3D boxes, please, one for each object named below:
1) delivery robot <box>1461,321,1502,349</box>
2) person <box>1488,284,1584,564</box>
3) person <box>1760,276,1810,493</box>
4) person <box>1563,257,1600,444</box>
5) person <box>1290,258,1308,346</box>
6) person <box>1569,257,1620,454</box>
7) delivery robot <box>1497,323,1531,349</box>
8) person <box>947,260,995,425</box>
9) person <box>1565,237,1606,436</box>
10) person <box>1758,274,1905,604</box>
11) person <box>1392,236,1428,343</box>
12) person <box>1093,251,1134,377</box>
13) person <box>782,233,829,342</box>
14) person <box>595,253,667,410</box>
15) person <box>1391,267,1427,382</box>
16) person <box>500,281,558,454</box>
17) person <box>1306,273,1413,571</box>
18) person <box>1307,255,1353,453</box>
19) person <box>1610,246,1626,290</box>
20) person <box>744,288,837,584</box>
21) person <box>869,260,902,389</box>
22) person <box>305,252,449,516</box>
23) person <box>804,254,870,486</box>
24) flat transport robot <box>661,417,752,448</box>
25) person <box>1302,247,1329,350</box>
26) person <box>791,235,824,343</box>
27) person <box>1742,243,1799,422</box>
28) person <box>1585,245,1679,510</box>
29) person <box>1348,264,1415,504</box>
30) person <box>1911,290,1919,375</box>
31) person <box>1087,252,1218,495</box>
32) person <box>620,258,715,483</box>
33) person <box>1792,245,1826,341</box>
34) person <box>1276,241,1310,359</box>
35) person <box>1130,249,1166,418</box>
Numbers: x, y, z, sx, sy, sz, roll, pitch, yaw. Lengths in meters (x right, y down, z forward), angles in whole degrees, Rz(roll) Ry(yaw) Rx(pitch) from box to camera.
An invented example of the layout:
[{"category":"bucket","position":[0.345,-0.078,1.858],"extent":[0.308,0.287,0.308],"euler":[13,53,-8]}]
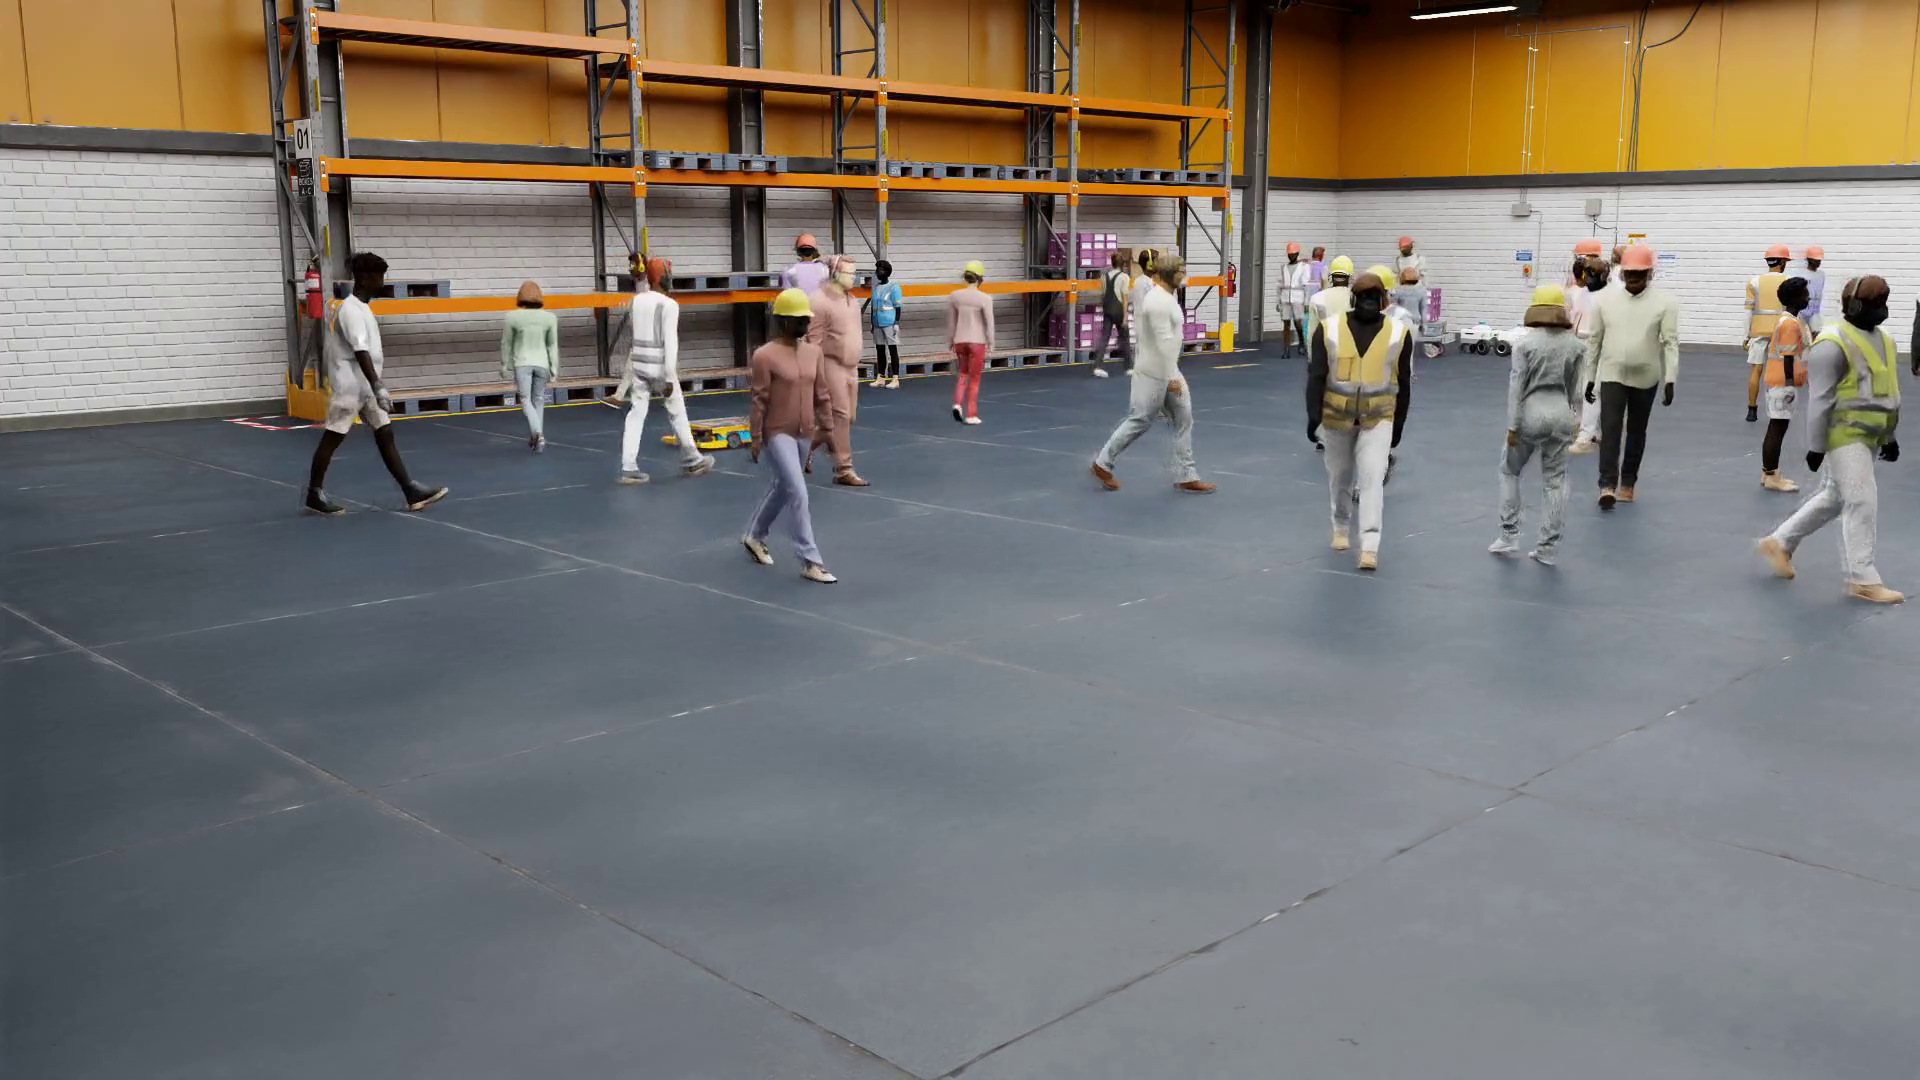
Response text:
[{"category":"delivery robot","position":[8.895,-3.487,28.360],"extent":[0.477,0.478,0.707],"euler":[-6,12,-30]},{"category":"person","position":[3.601,-0.729,10.384],"extent":[0.488,1.718,0.599],"euler":[-1,10,-7]},{"category":"person","position":[6.559,-1.234,13.205],"extent":[0.318,1.700,0.535],"euler":[4,11,21]},{"category":"person","position":[5.874,-1.815,16.057],"extent":[0.923,1.824,0.525],"euler":[1,10,7]},{"category":"person","position":[6.235,-4.281,30.060],"extent":[0.506,1.602,0.531],"euler":[-6,12,-29]},{"category":"person","position":[5.953,-1.721,15.531],"extent":[0.648,1.821,0.633],"euler":[-5,11,-24]},{"category":"delivery robot","position":[9.361,-3.383,27.790],"extent":[0.707,0.478,0.477],"euler":[6,12,30]},{"category":"person","position":[0.133,-2.107,17.801],"extent":[0.558,1.751,0.360],"euler":[6,12,30]},{"category":"person","position":[6.299,-2.056,16.876],"extent":[0.376,1.996,0.612],"euler":[7,12,32]},{"category":"person","position":[4.984,-0.595,9.426],"extent":[0.619,1.818,0.875],"euler":[-8,13,-36]},{"category":"person","position":[8.379,-4.654,31.020],"extent":[0.674,2.016,0.606],"euler":[7,12,32]},{"category":"person","position":[2.226,-3.229,23.833],"extent":[0.524,1.799,0.951],"euler":[9,14,42]},{"category":"person","position":[-1.837,-2.661,20.063],"extent":[0.611,2.042,0.400],"euler":[-2,11,-11]},{"category":"person","position":[-3.703,-2.384,19.186],"extent":[1.004,1.812,0.505],"euler":[-5,12,-26]},{"category":"person","position":[6.221,-2.985,23.051],"extent":[0.505,1.595,0.820],"euler":[-1,10,-5]},{"category":"person","position":[-4.007,-1.620,15.578],"extent":[0.509,1.604,0.770],"euler":[-6,12,-30]},{"category":"person","position":[2.483,-0.761,10.391],"extent":[0.626,1.799,0.970],"euler":[3,11,15]},{"category":"person","position":[3.521,-1.715,15.460],"extent":[0.587,1.835,0.404],"euler":[2,11,13]},{"category":"person","position":[10.310,-3.656,25.999],"extent":[0.533,1.857,0.618],"euler":[9,14,41]},{"category":"person","position":[-1.046,-0.645,9.945],"extent":[0.920,1.722,0.534],"euler":[9,14,41]},{"category":"person","position":[-0.990,-2.850,22.022],"extent":[0.538,1.695,0.319],"euler":[10,14,43]},{"category":"person","position":[-4.301,-1.111,11.997],"extent":[1.034,1.900,0.633],"euler":[-1,10,-6]},{"category":"person","position":[-1.060,-1.386,13.560],"extent":[0.748,1.879,0.645],"euler":[5,12,27]},{"category":"flat transport robot","position":[-2.129,-1.068,16.196],"extent":[1.431,0.197,0.652],"euler":[-10,14,-43]},{"category":"person","position":[6.363,-4.295,29.584],"extent":[0.889,1.802,0.592],"euler":[-10,14,-43]},{"category":"person","position":[-1.984,-2.938,21.564],"extent":[0.535,2.000,0.687],"euler":[-6,12,-28]},{"category":"person","position":[8.790,-2.237,18.042],"extent":[0.544,1.933,0.376],"euler":[7,13,34]},{"category":"person","position":[4.975,-1.199,12.341],"extent":[0.647,1.936,1.009],"euler":[4,11,22]},{"category":"person","position":[3.179,-1.185,12.651],"extent":[0.607,1.808,0.611],"euler":[-8,13,-38]},{"category":"person","position":[8.881,-1.644,14.935],"extent":[0.619,1.880,0.538],"euler":[7,13,35]},{"category":"person","position":[1.505,-1.300,13.048],"extent":[0.997,1.901,0.633],"euler":[4,11,20]},{"category":"person","position":[-2.476,-1.396,13.723],"extent":[0.590,1.831,0.983],"euler":[7,13,34]},{"category":"person","position":[12.208,-3.320,24.070],"extent":[0.549,1.893,0.967],"euler":[-2,11,-11]},{"category":"person","position":[5.456,-3.925,27.278],"extent":[0.559,1.924,0.475],"euler":[6,12,28]},{"category":"person","position":[2.080,-2.289,18.490],"extent":[0.328,1.873,0.521],"euler":[-3,11,-17]}]
